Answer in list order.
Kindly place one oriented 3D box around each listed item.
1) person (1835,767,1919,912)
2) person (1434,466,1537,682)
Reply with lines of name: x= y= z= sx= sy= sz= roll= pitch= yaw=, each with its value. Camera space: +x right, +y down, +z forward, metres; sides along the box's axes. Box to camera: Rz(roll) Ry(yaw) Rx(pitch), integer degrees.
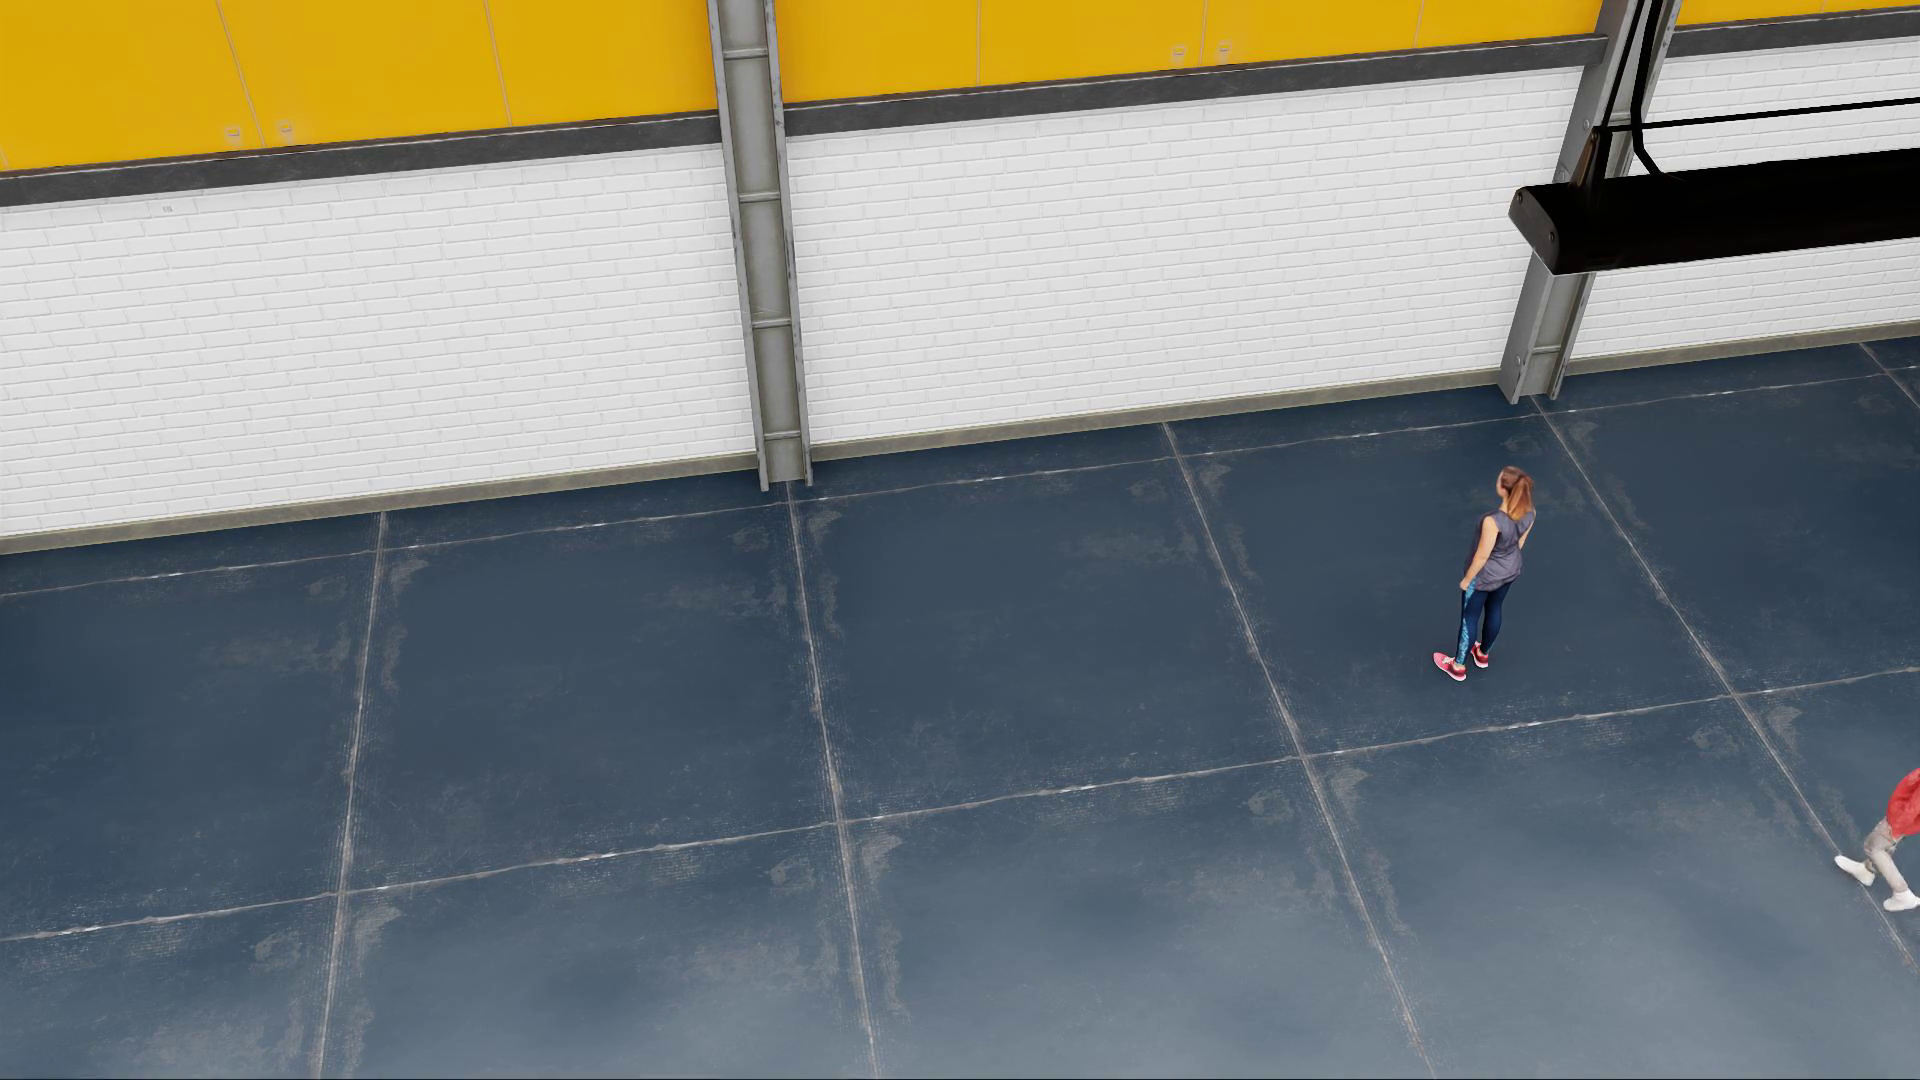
person: x=5.461 y=1.598 z=9.465 sx=0.765 sy=1.402 sz=0.747 roll=-25 pitch=49 yaw=-24
person: x=3.409 y=0.214 z=10.682 sx=0.566 sy=1.728 sz=0.689 roll=-21 pitch=47 yaw=-20
